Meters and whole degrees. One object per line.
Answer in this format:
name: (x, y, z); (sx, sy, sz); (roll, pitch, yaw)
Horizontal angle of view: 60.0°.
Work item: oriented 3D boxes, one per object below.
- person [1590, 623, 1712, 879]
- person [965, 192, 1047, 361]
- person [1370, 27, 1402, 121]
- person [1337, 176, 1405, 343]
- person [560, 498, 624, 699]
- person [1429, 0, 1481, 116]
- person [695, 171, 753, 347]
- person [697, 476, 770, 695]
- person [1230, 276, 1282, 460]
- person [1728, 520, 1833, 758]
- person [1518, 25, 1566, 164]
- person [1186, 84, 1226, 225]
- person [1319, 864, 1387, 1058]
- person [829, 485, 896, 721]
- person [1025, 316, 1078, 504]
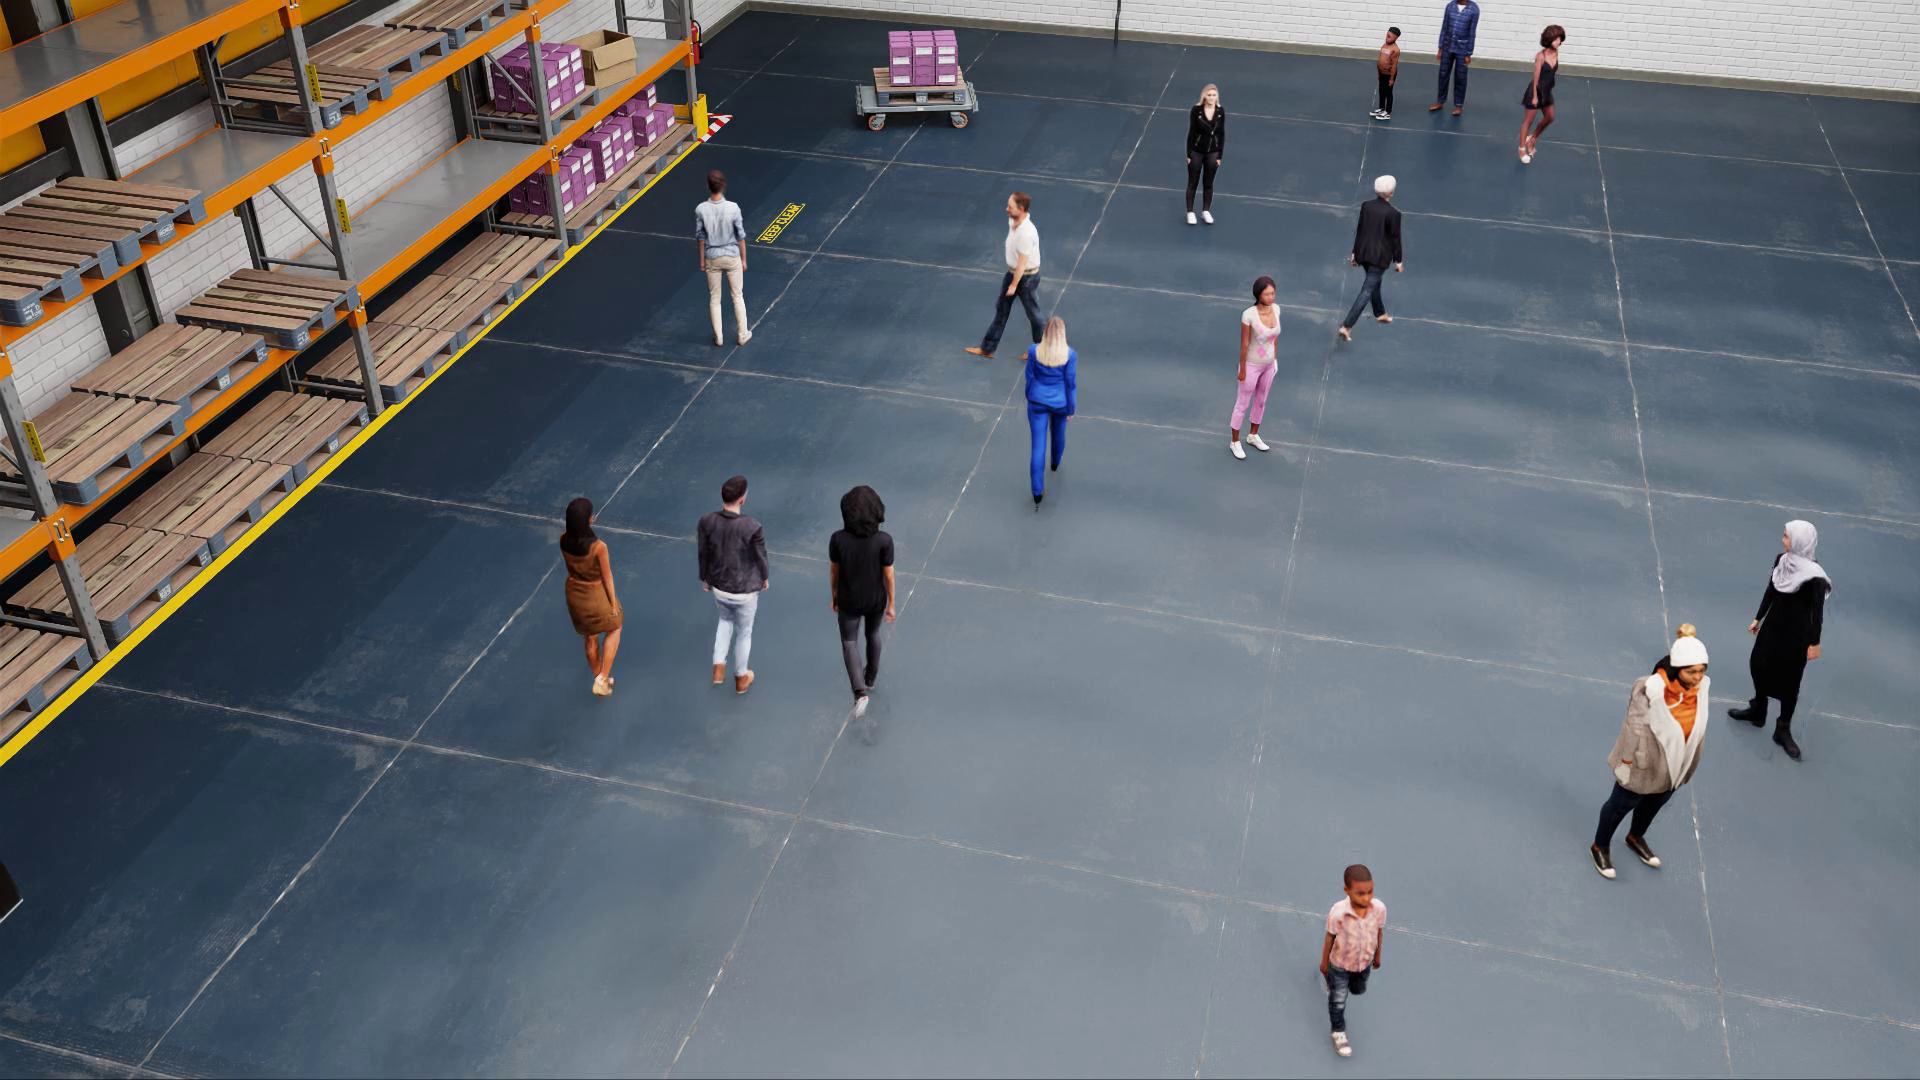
person: (4.426, 1.328, 10.585); (0.821, 1.892, 0.849); (-10, 35, -15)
person: (0.729, -2.589, 16.546); (1.083, 1.817, 1.153); (-9, 35, -14)
person: (5.876, -6.407, 22.799); (0.643, 1.253, 0.571); (-15, 36, -21)
person: (4.191, -2.818, 16.887); (1.188, 1.750, 1.166); (-21, 39, -29)
person: (-2.713, 0.486, 12.046); (0.572, 1.676, 0.668); (12, 35, 17)
person: (6.821, -6.767, 22.837); (0.730, 1.811, 0.700); (21, 39, 28)
person: (-2.419, -2.863, 16.929); (0.709, 1.847, 0.636); (0, 34, -1)
person: (-1.647, 0.393, 12.056); (0.668, 1.819, 0.641); (6, 34, 9)
person: (2.698, -1.581, 15.096); (0.653, 1.741, 0.715); (-18, 38, -25)
person: (5.866, 0.693, 11.661); (0.898, 1.758, 0.760); (-18, 38, -25)
person: (7.353, -5.721, 21.289); (0.680, 1.781, 0.739); (-16, 37, -22)
person: (2.875, -4.559, 19.629); (0.659, 1.685, 0.634); (-1, 34, -2)
person: (2.237, 2.346, 9.587); (0.694, 1.301, 0.838); (-6, 34, -8)
person: (-0.716, 0.469, 11.950); (0.856, 1.811, 1.083); (-3, 34, -5)
person: (0.755, -1.106, 14.460); (0.714, 1.655, 1.164); (5, 34, 8)
